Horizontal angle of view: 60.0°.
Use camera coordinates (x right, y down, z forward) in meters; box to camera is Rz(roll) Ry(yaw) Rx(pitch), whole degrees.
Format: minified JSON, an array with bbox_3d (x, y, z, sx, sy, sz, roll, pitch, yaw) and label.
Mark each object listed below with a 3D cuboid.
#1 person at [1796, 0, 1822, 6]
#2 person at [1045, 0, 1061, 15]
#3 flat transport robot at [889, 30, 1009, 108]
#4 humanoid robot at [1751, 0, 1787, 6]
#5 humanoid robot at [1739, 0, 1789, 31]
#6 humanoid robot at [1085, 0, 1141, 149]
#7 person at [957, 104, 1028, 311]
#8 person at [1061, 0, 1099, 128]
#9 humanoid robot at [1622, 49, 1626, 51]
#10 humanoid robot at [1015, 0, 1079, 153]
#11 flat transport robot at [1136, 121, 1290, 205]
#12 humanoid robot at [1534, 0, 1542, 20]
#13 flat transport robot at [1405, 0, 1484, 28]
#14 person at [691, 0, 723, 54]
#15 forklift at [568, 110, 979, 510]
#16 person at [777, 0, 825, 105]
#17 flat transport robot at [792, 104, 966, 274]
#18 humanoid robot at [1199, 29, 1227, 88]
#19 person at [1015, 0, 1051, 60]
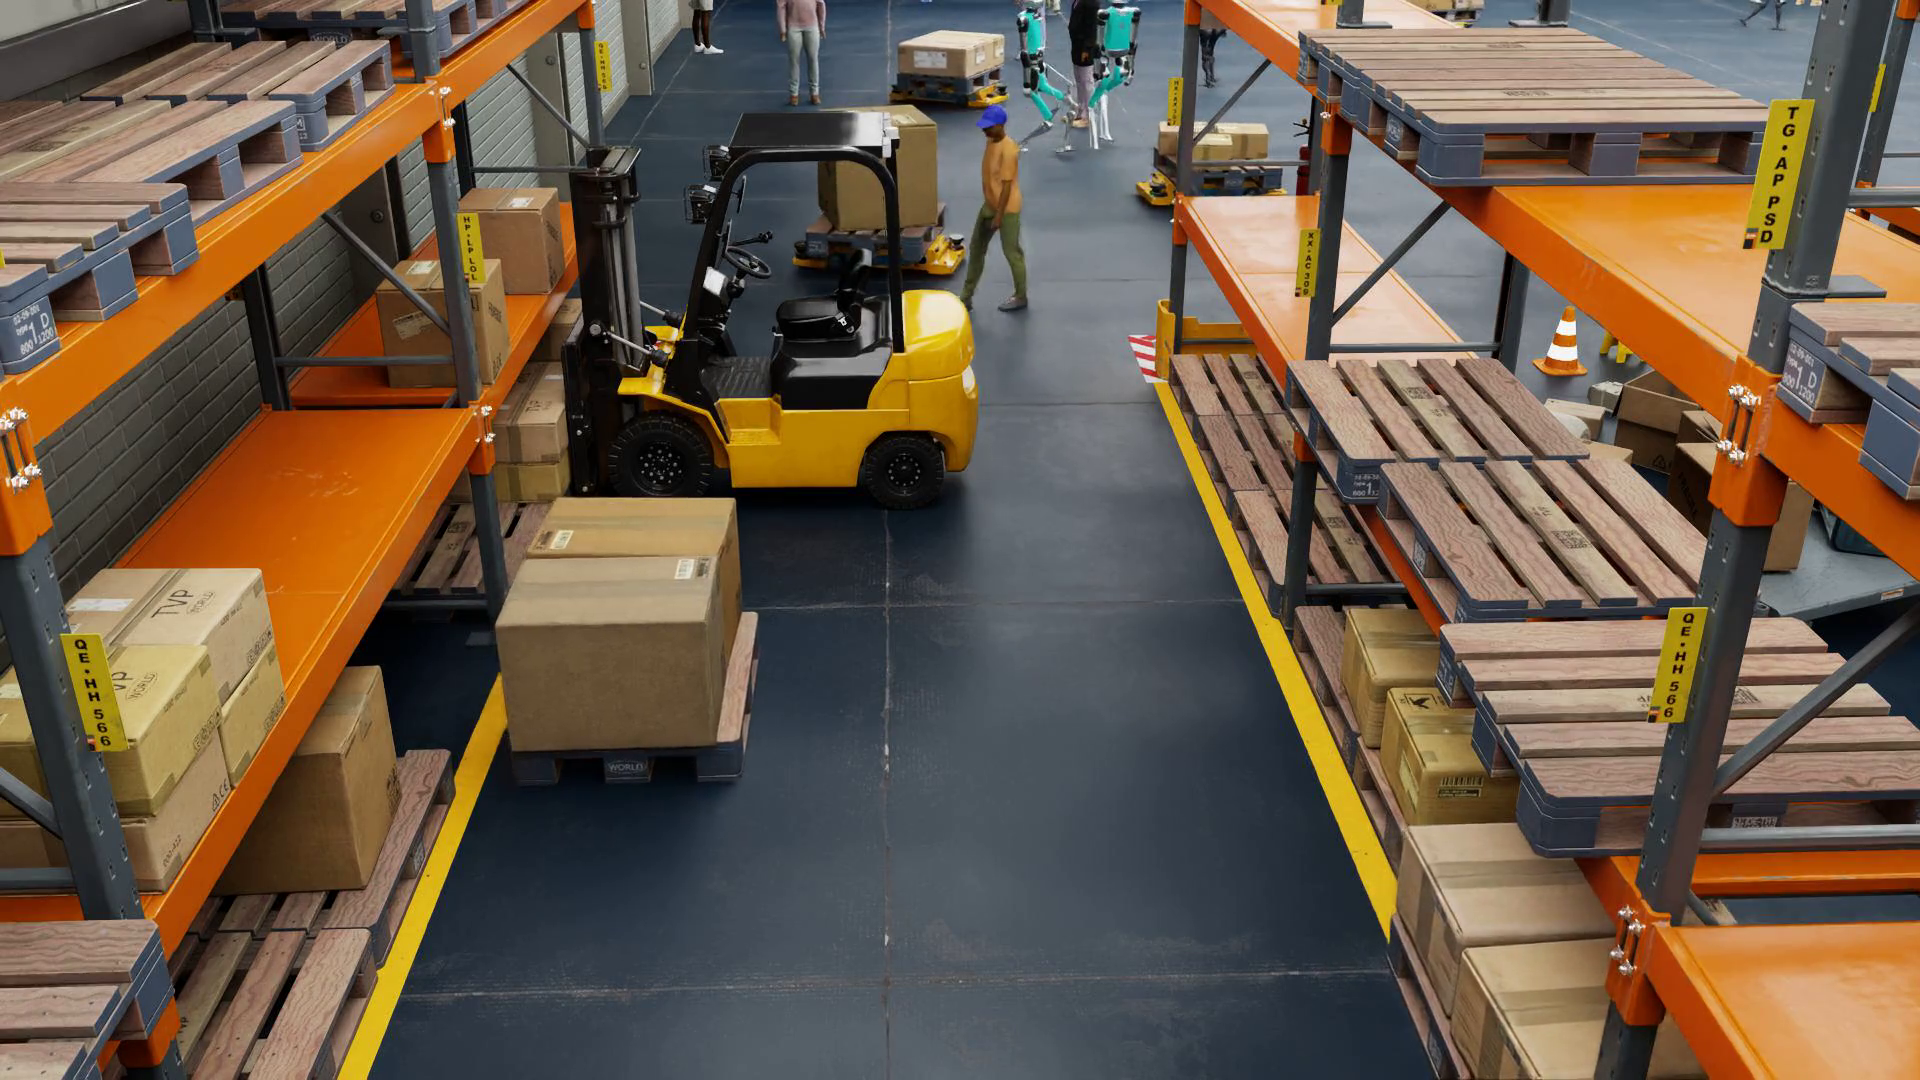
[{"bbox_3d":[15.325,-10.531,29.708,0.526,1.893,0.400,22,33,38],"label":"person"},{"bbox_3d":[1.389,-9.838,28.474,0.884,1.680,0.597,-19,31,-35],"label":"person"},{"bbox_3d":[-0.142,-5.821,21.632,1.431,0.231,0.659,11,27,21],"label":"flat transport robot"},{"bbox_3d":[14.364,-10.294,29.395,0.554,1.732,1.021,-6,26,-12],"label":"humanoid robot"},{"bbox_3d":[13.253,-9.162,27.131,0.772,1.650,0.590,15,29,29],"label":"humanoid robot"},{"bbox_3d":[1.651,-5.325,18.893,0.531,1.790,0.791,-11,27,-22],"label":"humanoid robot"},{"bbox_3d":[0.218,-2.587,13.116,0.825,1.674,0.469,-12,28,-23],"label":"person"},{"bbox_3d":[1.483,-5.918,19.979,0.405,1.856,0.531,-6,26,-12],"label":"person"},{"bbox_3d":[6.067,-3.813,15.768,0.624,1.634,0.607,-18,31,-33],"label":"humanoid robot"},{"bbox_3d":[1.004,-5.095,18.423,0.992,1.762,0.544,9,27,18],"label":"humanoid robot"},{"bbox_3d":[2.565,-3.588,16.902,1.431,0.231,0.659,-4,26,-8],"label":"flat transport robot"},{"bbox_3d":[6.512,-5.338,18.971,0.613,1.645,0.376,-13,28,-26],"label":"humanoid robot"},{"bbox_3d":[7.711,-8.372,27.032,0.659,0.231,1.431,-7,26,-14],"label":"flat transport robot"},{"bbox_3d":[-3.874,-8.270,24.908,0.376,1.901,0.541,-19,31,-34],"label":"person"},{"bbox_3d":[-1.043,-1.379,9.976,2.313,2.155,1.214,-1,25,-2],"label":"forklift"},{"bbox_3d":[-2.018,-6.536,21.210,0.627,1.930,0.374,-5,26,-11],"label":"person"},{"bbox_3d":[-0.709,-2.556,14.716,1.431,0.231,0.659,4,26,9],"label":"flat transport robot"},{"bbox_3d":[3.356,-6.976,22.437,0.609,1.647,0.430,-15,29,-29],"label":"humanoid robot"},{"bbox_3d":[1.088,-7.948,24.299,0.562,1.837,0.389,12,28,23],"label":"person"}]
